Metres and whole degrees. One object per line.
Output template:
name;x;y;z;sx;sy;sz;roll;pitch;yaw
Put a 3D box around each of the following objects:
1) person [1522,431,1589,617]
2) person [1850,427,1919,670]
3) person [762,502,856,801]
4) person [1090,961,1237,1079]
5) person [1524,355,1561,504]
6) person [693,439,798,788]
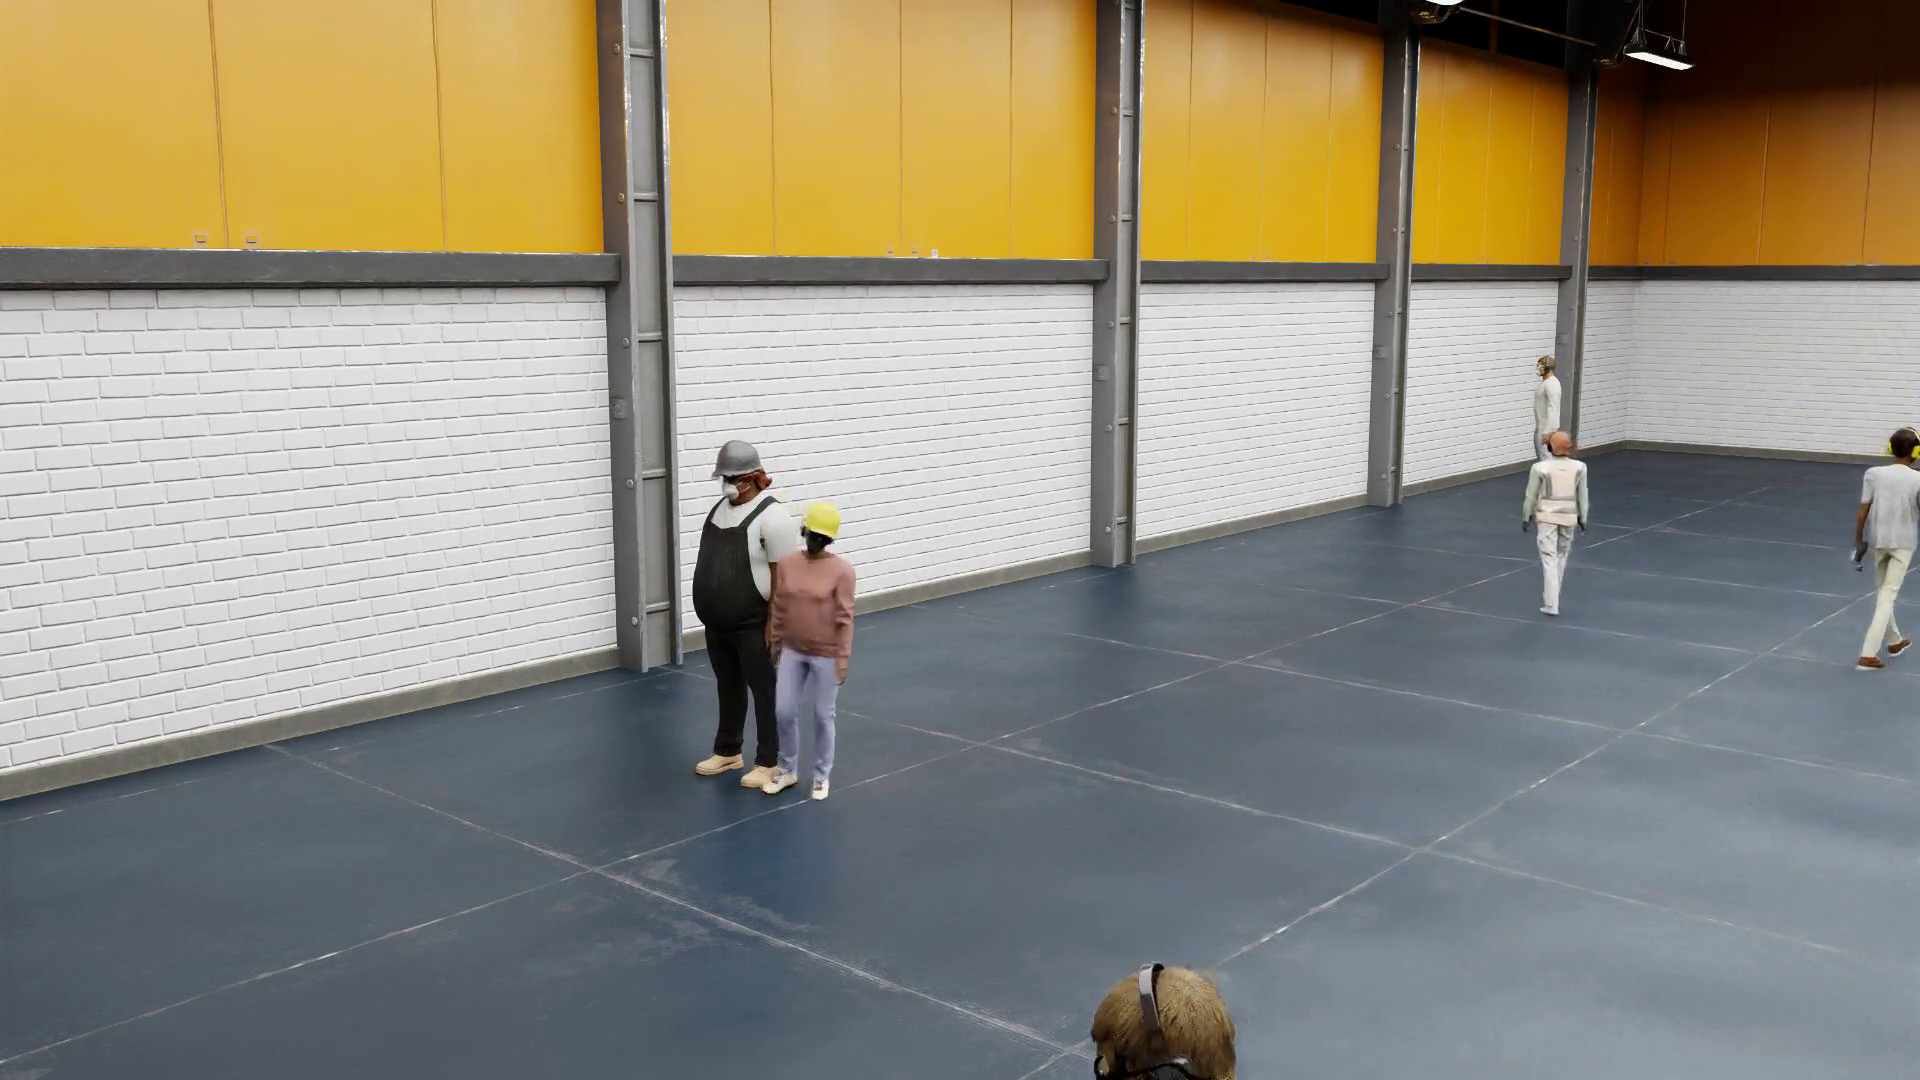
person;5.225;-0.164;14.727;0.545;1.610;0.728;-1;9;-4
person;7.170;0.057;12.662;0.959;1.821;0.534;-7;11;-36
person;-0.823;0.632;9.366;0.564;1.733;0.404;4;10;23
person;0.535;1.606;2.824;0.991;1.878;0.693;0;9;0
person;7.627;-1.438;21.703;0.360;1.938;0.635;2;9;11
person;-1.301;0.418;9.731;0.682;2.000;0.533;8;12;40
